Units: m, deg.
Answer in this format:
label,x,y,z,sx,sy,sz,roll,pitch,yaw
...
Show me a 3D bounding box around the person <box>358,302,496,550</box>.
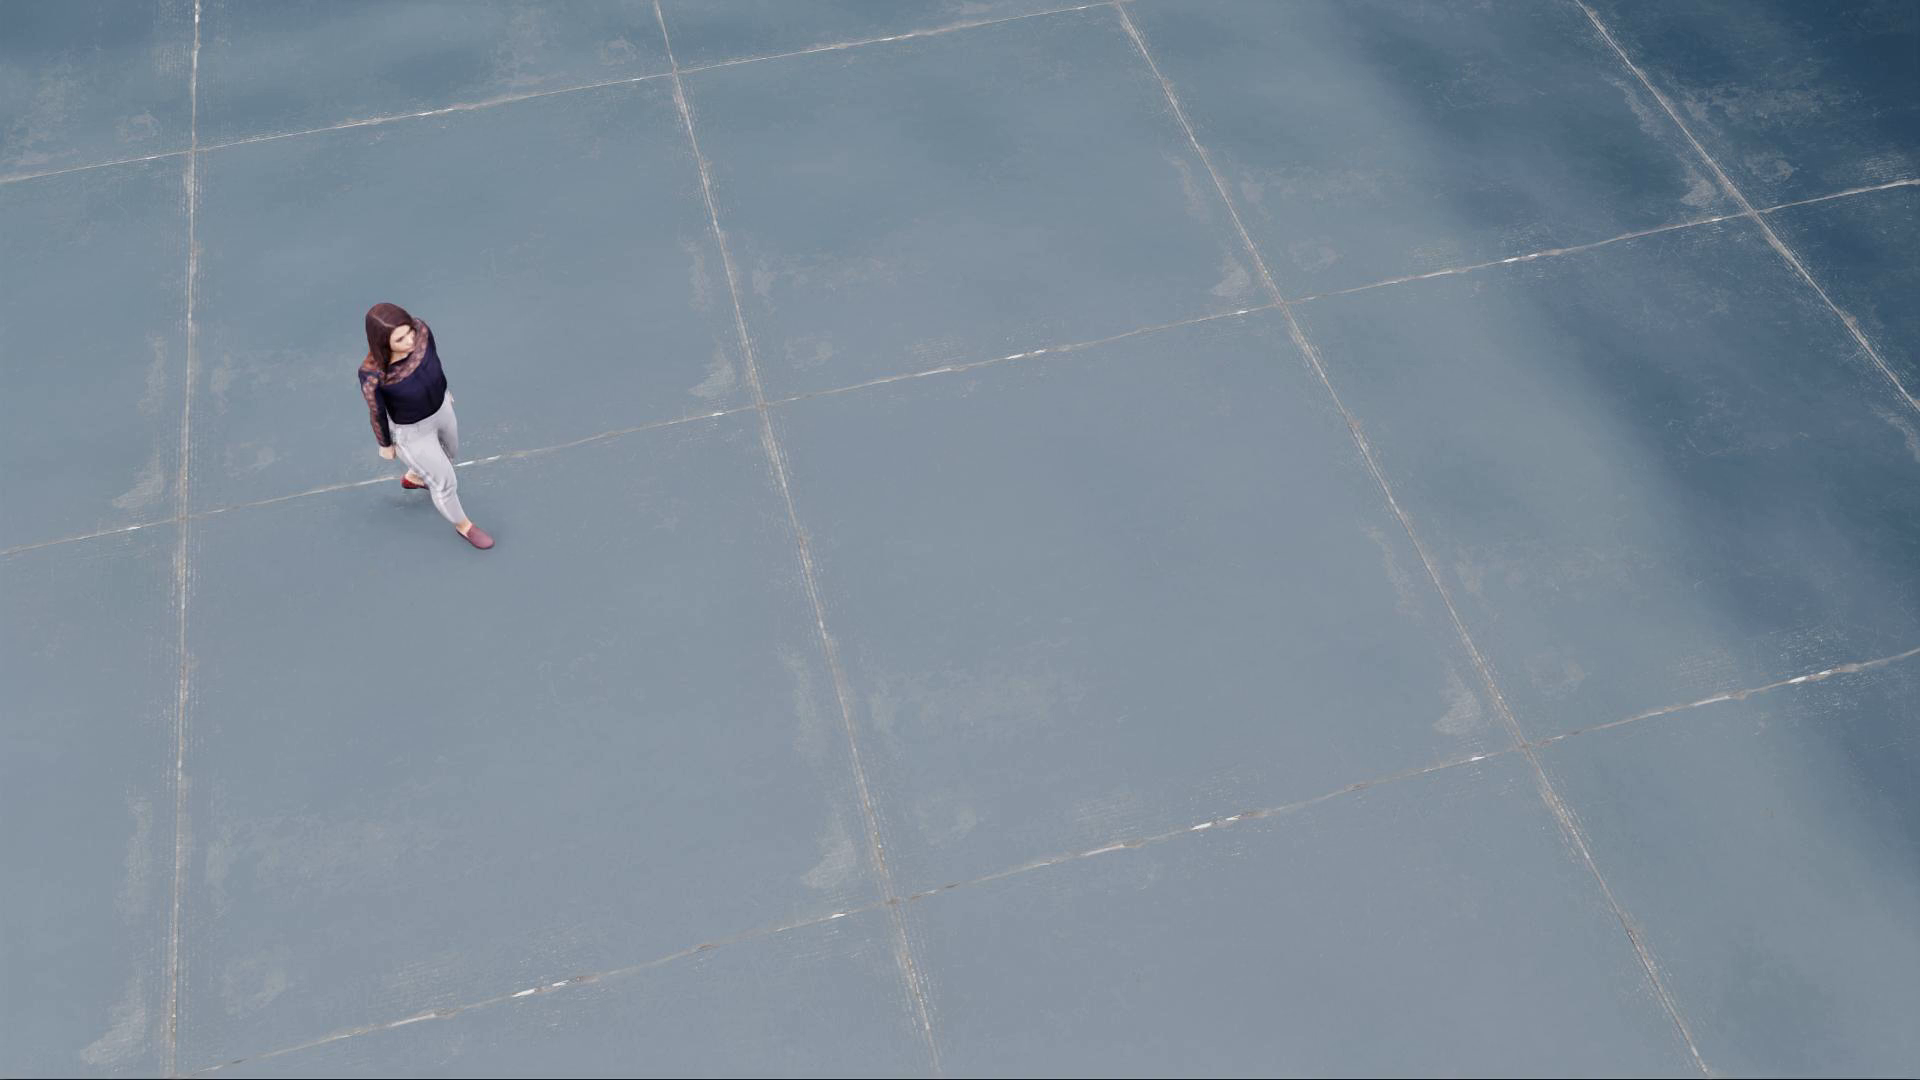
label,x,y,z,sx,sy,sz,roll,pitch,yaw
person,-2.566,-0.564,7.833,0.937,1.584,0.896,18,54,13
